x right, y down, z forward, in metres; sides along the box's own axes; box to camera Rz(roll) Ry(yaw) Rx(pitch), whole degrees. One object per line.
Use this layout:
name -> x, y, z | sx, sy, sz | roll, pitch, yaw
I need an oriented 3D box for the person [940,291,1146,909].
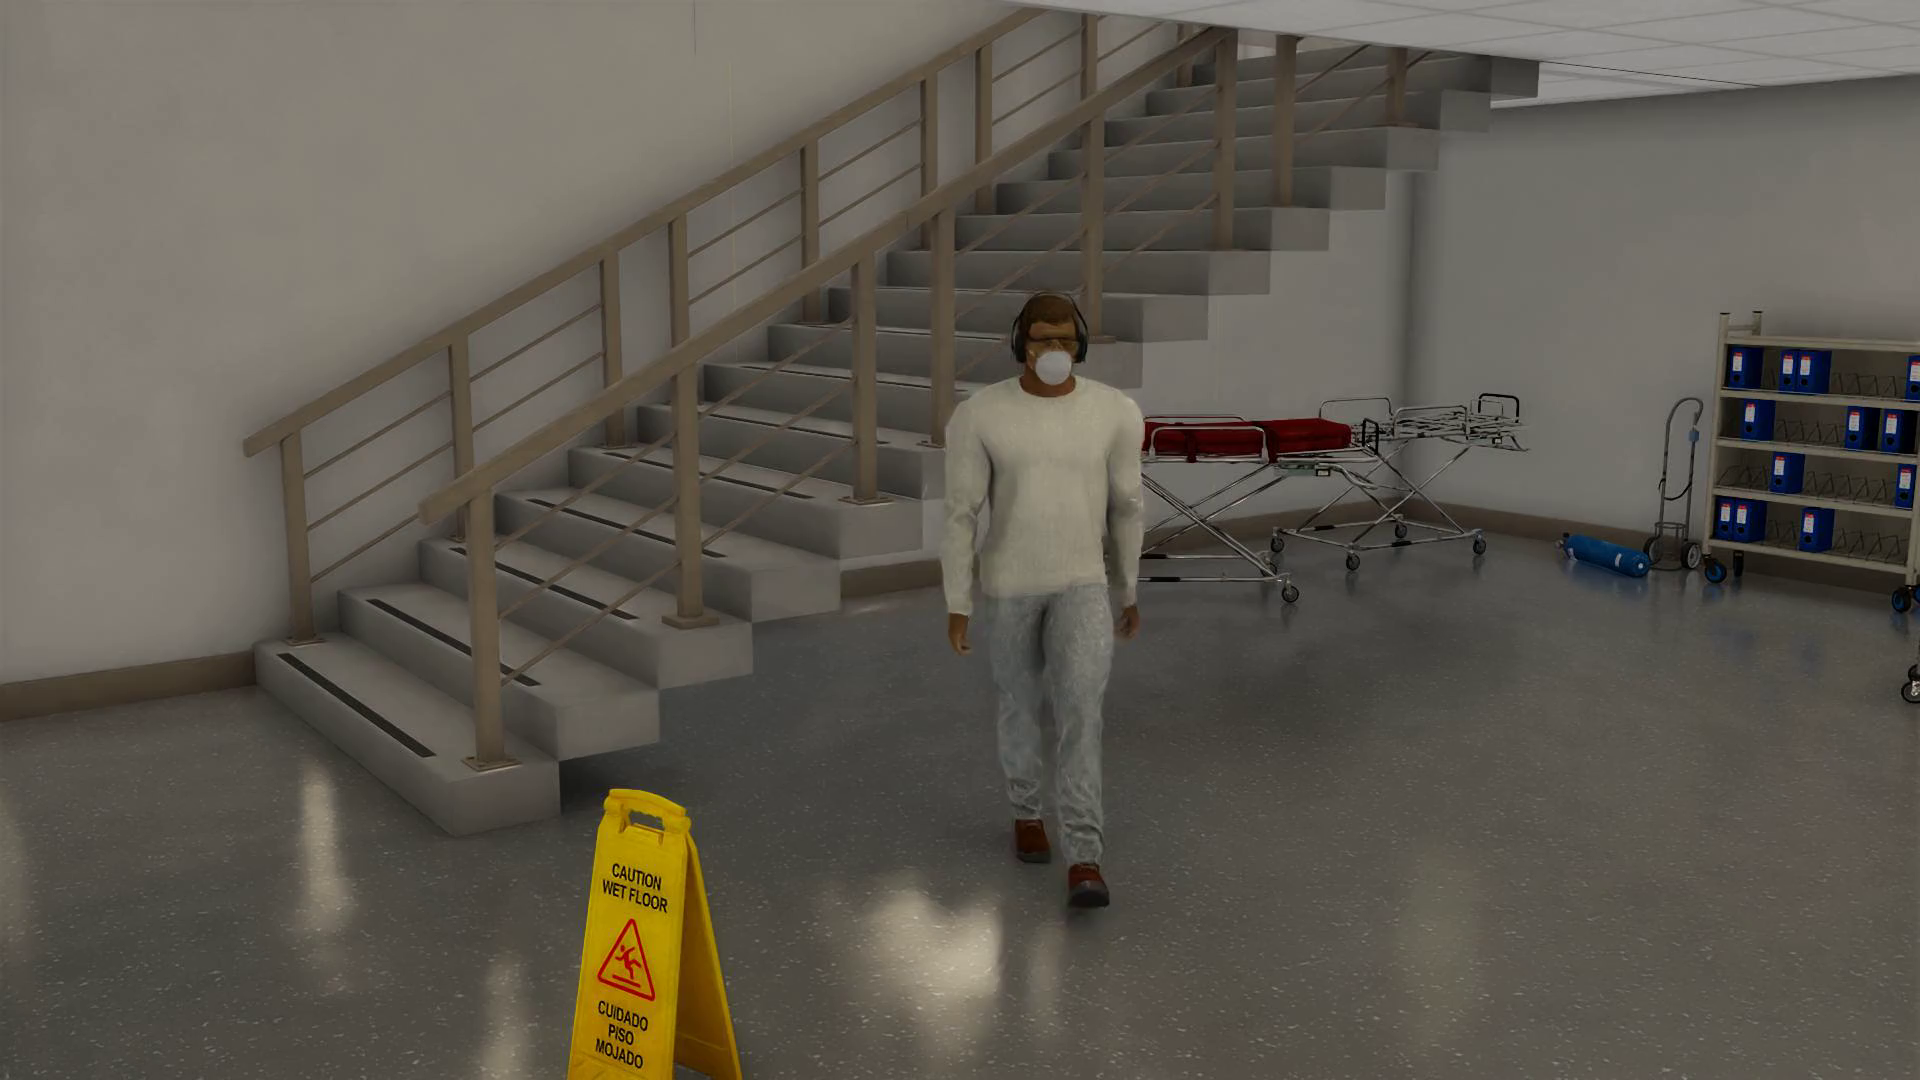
person -> 0.267, 0.186, 5.191 | 0.659, 1.889, 0.988 | 0, 10, -2
